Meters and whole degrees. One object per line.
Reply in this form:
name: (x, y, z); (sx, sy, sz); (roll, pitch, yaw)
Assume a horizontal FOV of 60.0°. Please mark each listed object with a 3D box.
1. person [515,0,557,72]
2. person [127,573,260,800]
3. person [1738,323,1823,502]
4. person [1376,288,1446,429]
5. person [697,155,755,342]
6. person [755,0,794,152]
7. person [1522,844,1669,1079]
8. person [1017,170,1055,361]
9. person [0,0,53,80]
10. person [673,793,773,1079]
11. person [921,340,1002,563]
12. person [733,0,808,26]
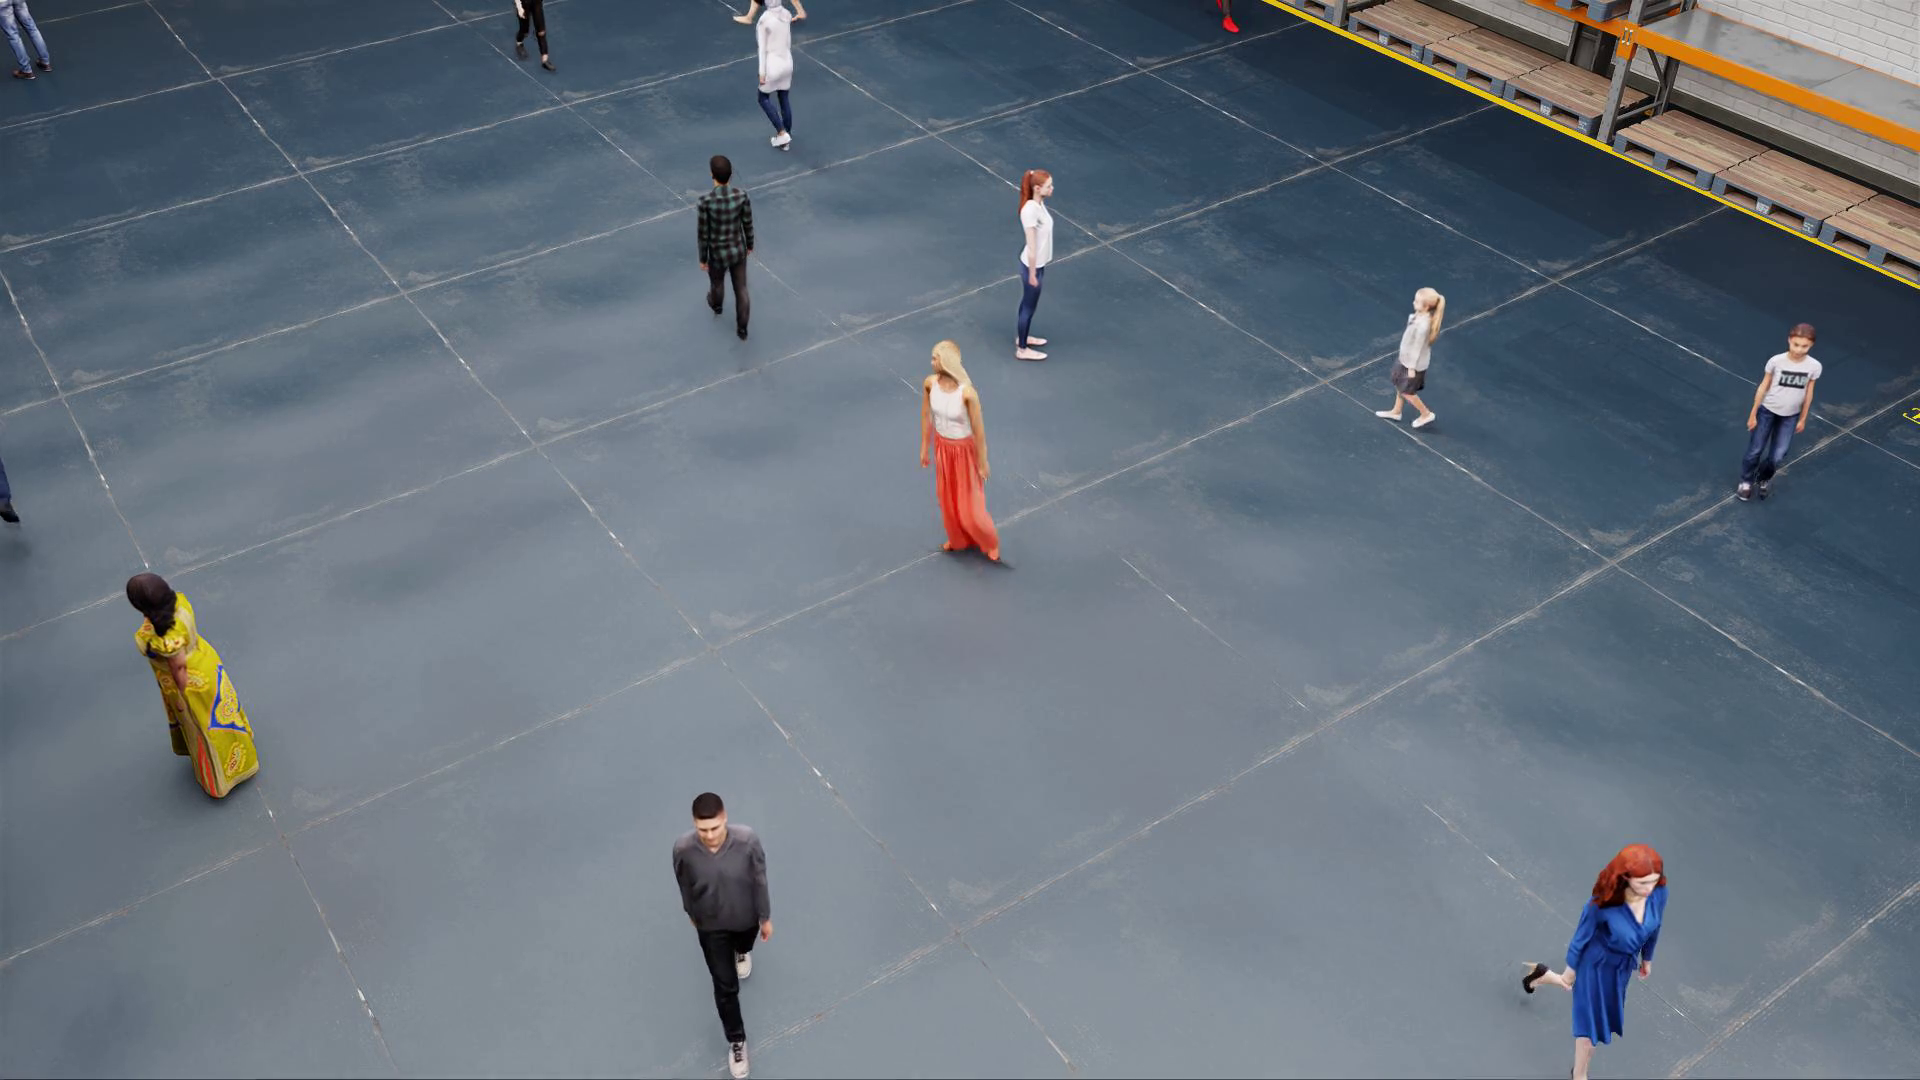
person: (-5.012, -6.178, 19.161); (0.591, 1.462, 0.969); (-29, 47, -31)
person: (-4.736, 0.840, 10.217); (1.010, 1.657, 0.850); (-11, 40, -13)
person: (6.202, -1.004, 12.615); (0.663, 1.547, 0.738); (14, 41, 17)
person: (3.711, -1.454, 13.400); (0.801, 1.270, 0.714); (13, 40, 15)
person: (-2.022, -2.493, 14.501); (0.886, 1.688, 1.111); (-13, 40, -15)
person: (-1.852, -4.871, 17.278); (0.667, 1.770, 0.689); (30, 48, 32)
person: (3.251, 2.119, 8.497); (0.808, 1.805, 1.093); (-11, 40, -14)
person: (0.605, -2.339, 14.134); (0.693, 1.736, 0.630); (6, 39, 7)
person: (-10.814, -6.178, 18.848); (0.689, 1.853, 0.722); (19, 42, 22)
person: (-1.225, 1.921, 8.806); (0.863, 1.728, 1.218); (-11, 40, -13)
person: (0.000, -0.607, 11.936); (0.766, 1.773, 0.937); (18, 42, 21)
person: (-2.191, -6.964, 20.053); (1.031, 1.576, 1.118); (-2, 39, -2)
